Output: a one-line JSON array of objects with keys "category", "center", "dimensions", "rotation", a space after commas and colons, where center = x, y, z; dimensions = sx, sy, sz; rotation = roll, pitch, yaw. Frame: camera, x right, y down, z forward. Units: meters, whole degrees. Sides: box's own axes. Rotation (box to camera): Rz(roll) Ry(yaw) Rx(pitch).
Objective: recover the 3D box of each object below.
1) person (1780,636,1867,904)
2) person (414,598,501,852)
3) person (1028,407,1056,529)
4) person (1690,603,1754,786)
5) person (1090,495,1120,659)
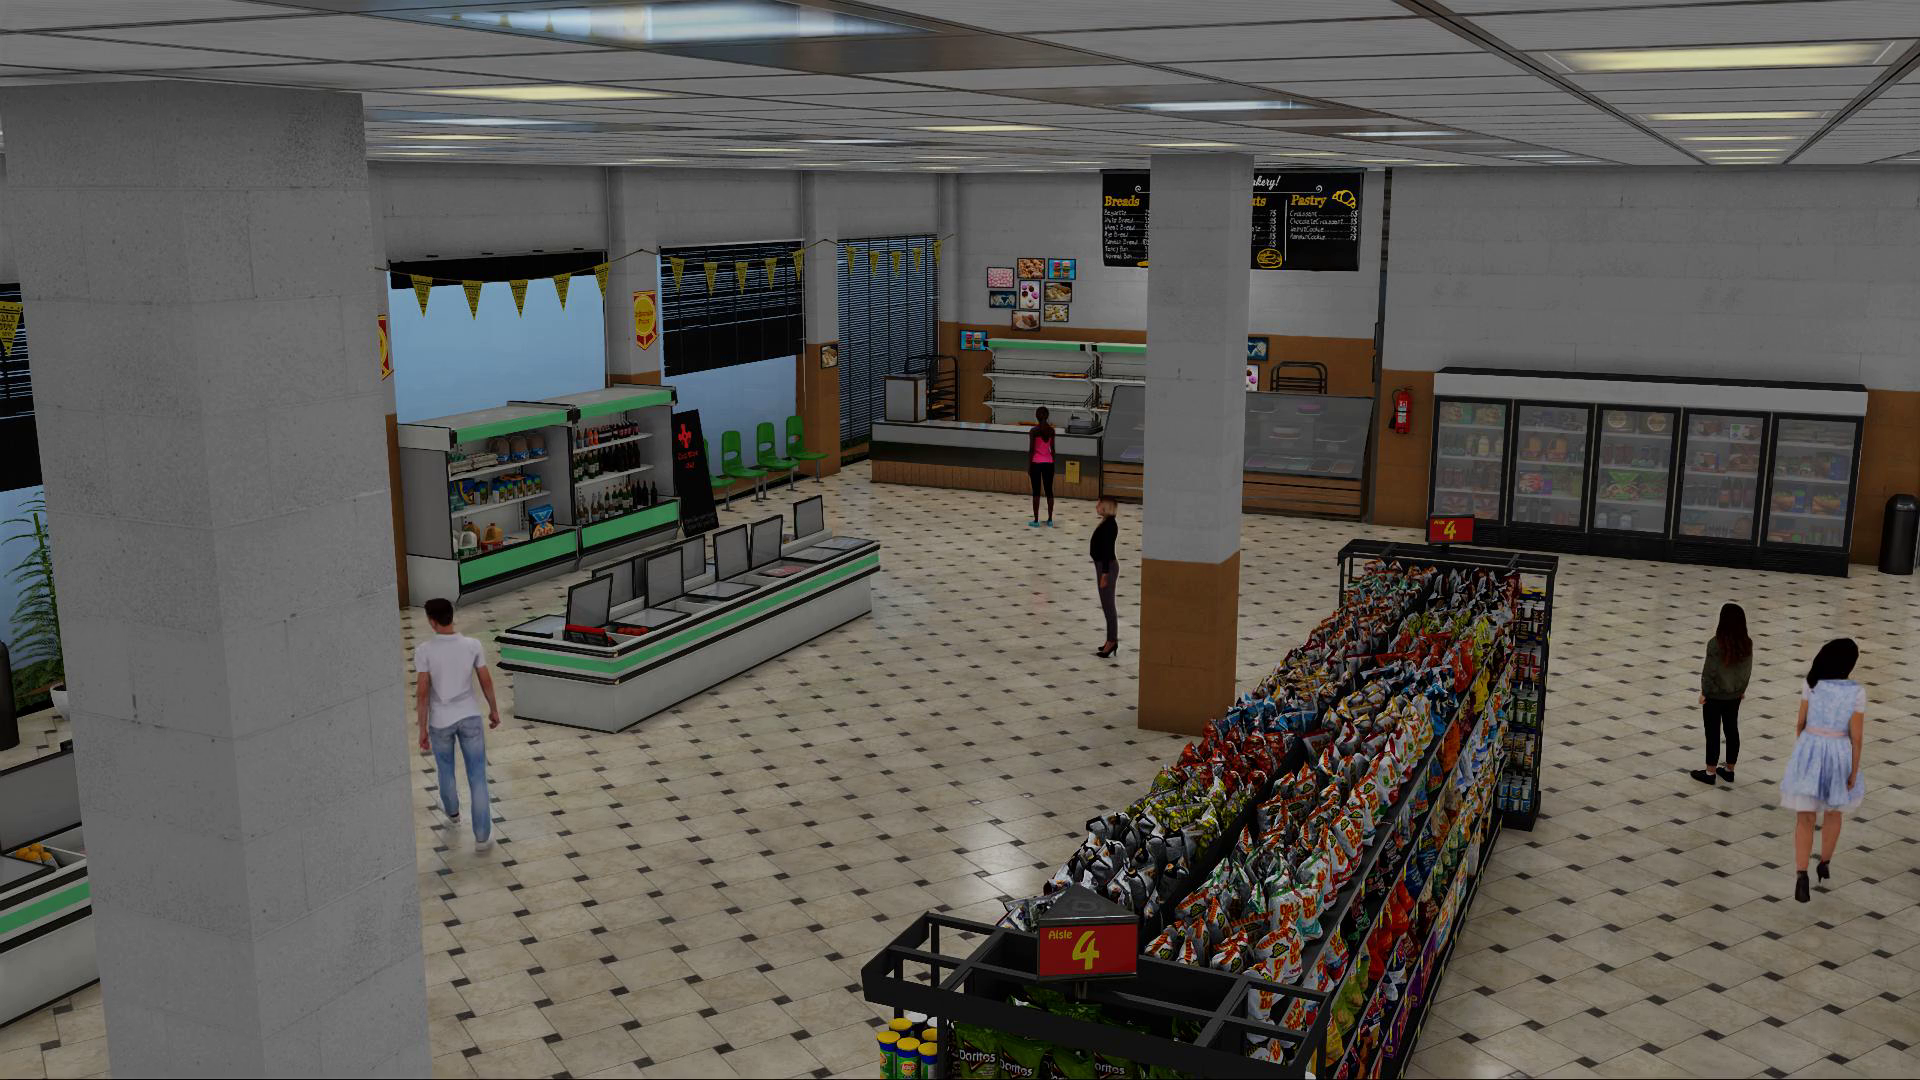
[{"category": "person", "center": [5.704, 1.558, 11.028], "dimensions": [0.741, 1.780, 1.175], "rotation": [7, 14, 30]}, {"category": "person", "center": [-3.608, 1.357, 11.930], "dimensions": [1.209, 1.801, 1.241], "rotation": [-5, 13, -21]}, {"category": "person", "center": [1.161, -1.037, 23.488], "dimensions": [0.659, 1.723, 0.713], "rotation": [-3, 12, -15]}, {"category": "person", "center": [6.131, 1.226, 13.342], "dimensions": [0.654, 1.476, 0.700], "rotation": [-3, 12, -15]}, {"category": "person", "center": [1.519, 0.363, 16.974], "dimensions": [0.710, 1.667, 0.582], "rotation": [1, 12, 5]}]
